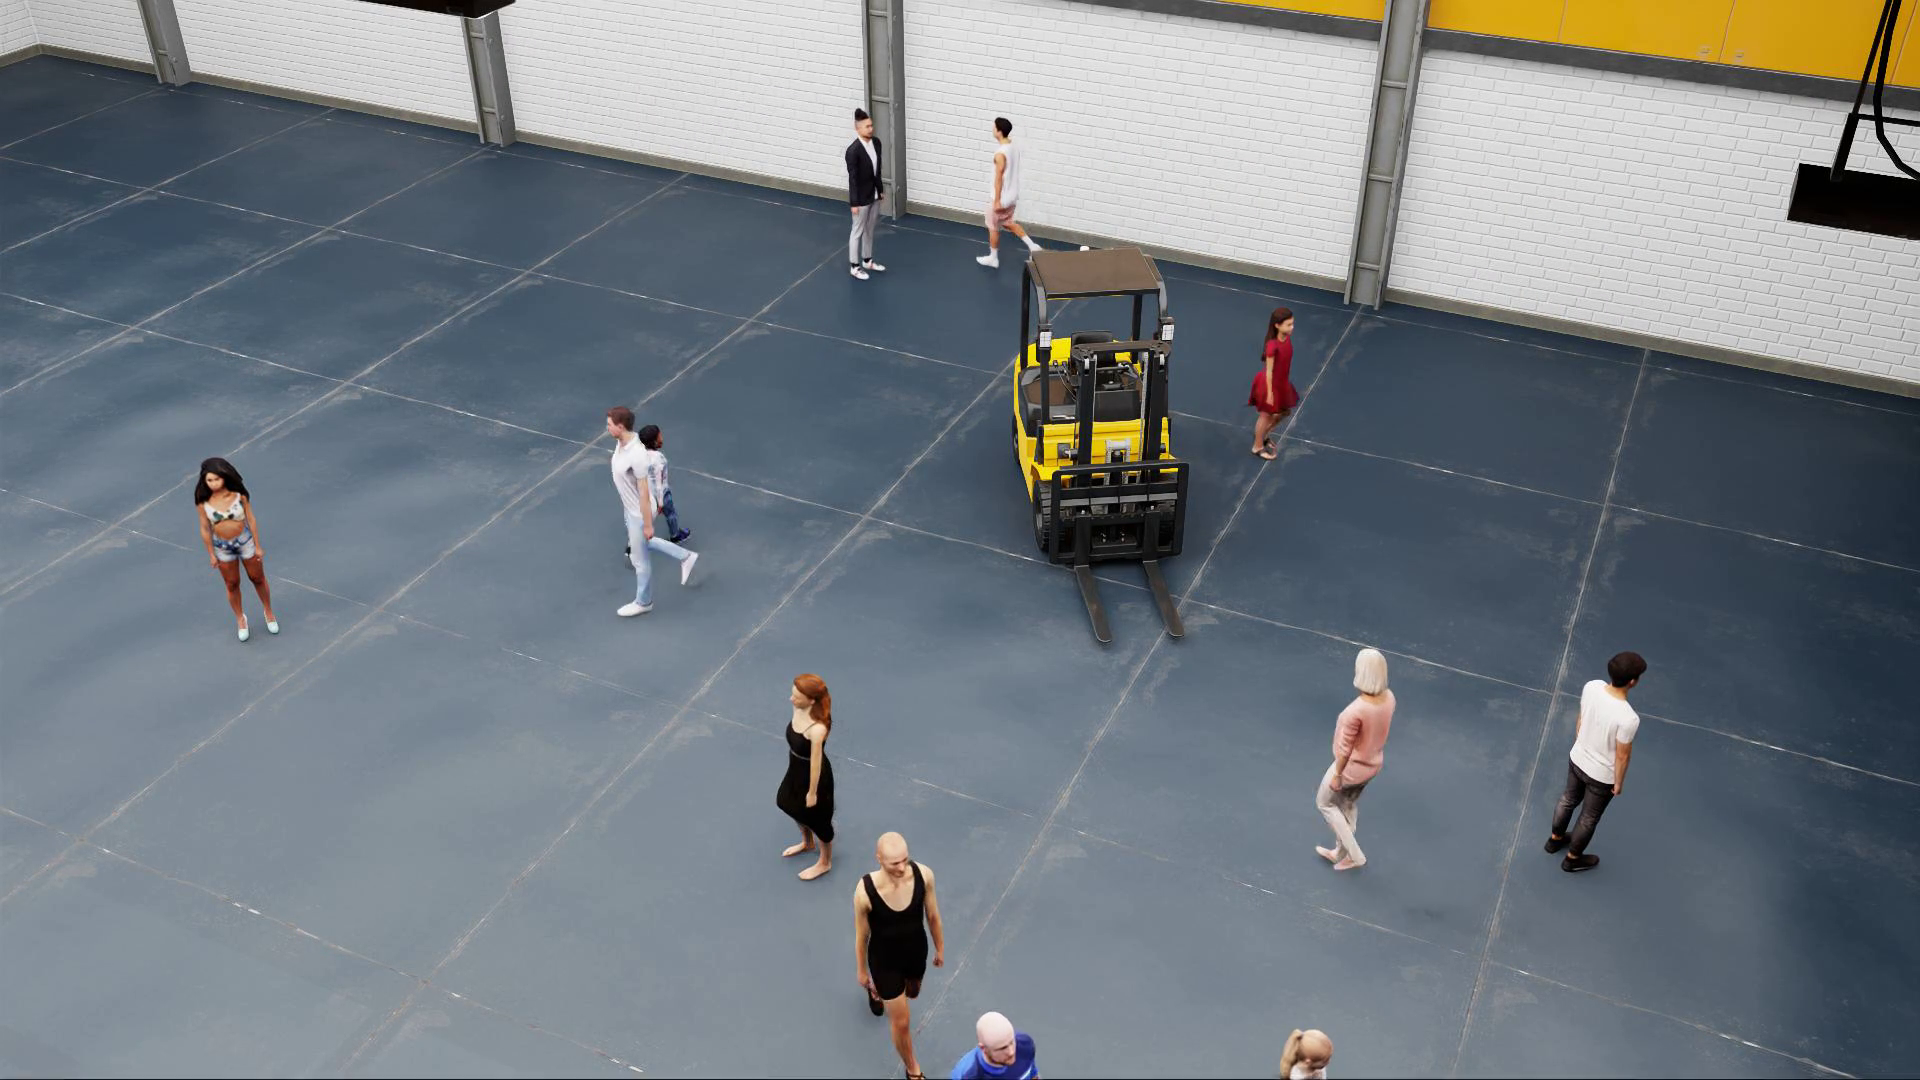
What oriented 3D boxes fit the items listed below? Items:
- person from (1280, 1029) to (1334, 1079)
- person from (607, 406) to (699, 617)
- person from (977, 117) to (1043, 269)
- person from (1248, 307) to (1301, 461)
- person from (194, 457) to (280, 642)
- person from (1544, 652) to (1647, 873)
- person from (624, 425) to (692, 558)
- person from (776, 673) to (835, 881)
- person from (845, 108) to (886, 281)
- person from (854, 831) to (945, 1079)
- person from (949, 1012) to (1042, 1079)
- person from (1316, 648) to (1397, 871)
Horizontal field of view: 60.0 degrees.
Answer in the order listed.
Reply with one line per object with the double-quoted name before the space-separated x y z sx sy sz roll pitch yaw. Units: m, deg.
"person" 1.793 3.067 8.851 0.541 1.277 0.509 19 38 26
"person" -2.501 -0.273 13.370 1.093 1.837 1.077 -18 38 -25
"person" 0.582 -3.902 18.892 0.985 1.768 0.650 15 36 21
"person" 2.842 -1.477 15.448 0.671 1.542 0.605 21 39 28
"person" -5.684 0.062 13.056 0.662 1.626 0.717 -13 36 -19
"person" 4.164 1.441 10.899 0.741 1.717 0.680 -12 35 -17
"person" -2.654 -0.397 14.092 0.876 1.245 0.686 23 40 31
"person" -0.939 1.541 10.834 0.762 1.624 0.696 -15 36 -21
"person" -1.078 -3.931 18.769 0.657 1.953 0.756 22 40 30
"person" -0.389 2.316 9.520 1.059 1.787 1.208 -18 37 -24
"person" 0.119 2.994 8.492 1.263 1.796 0.887 25 41 33
"person" 2.650 1.507 10.815 0.760 1.701 0.800 -28 42 -35
